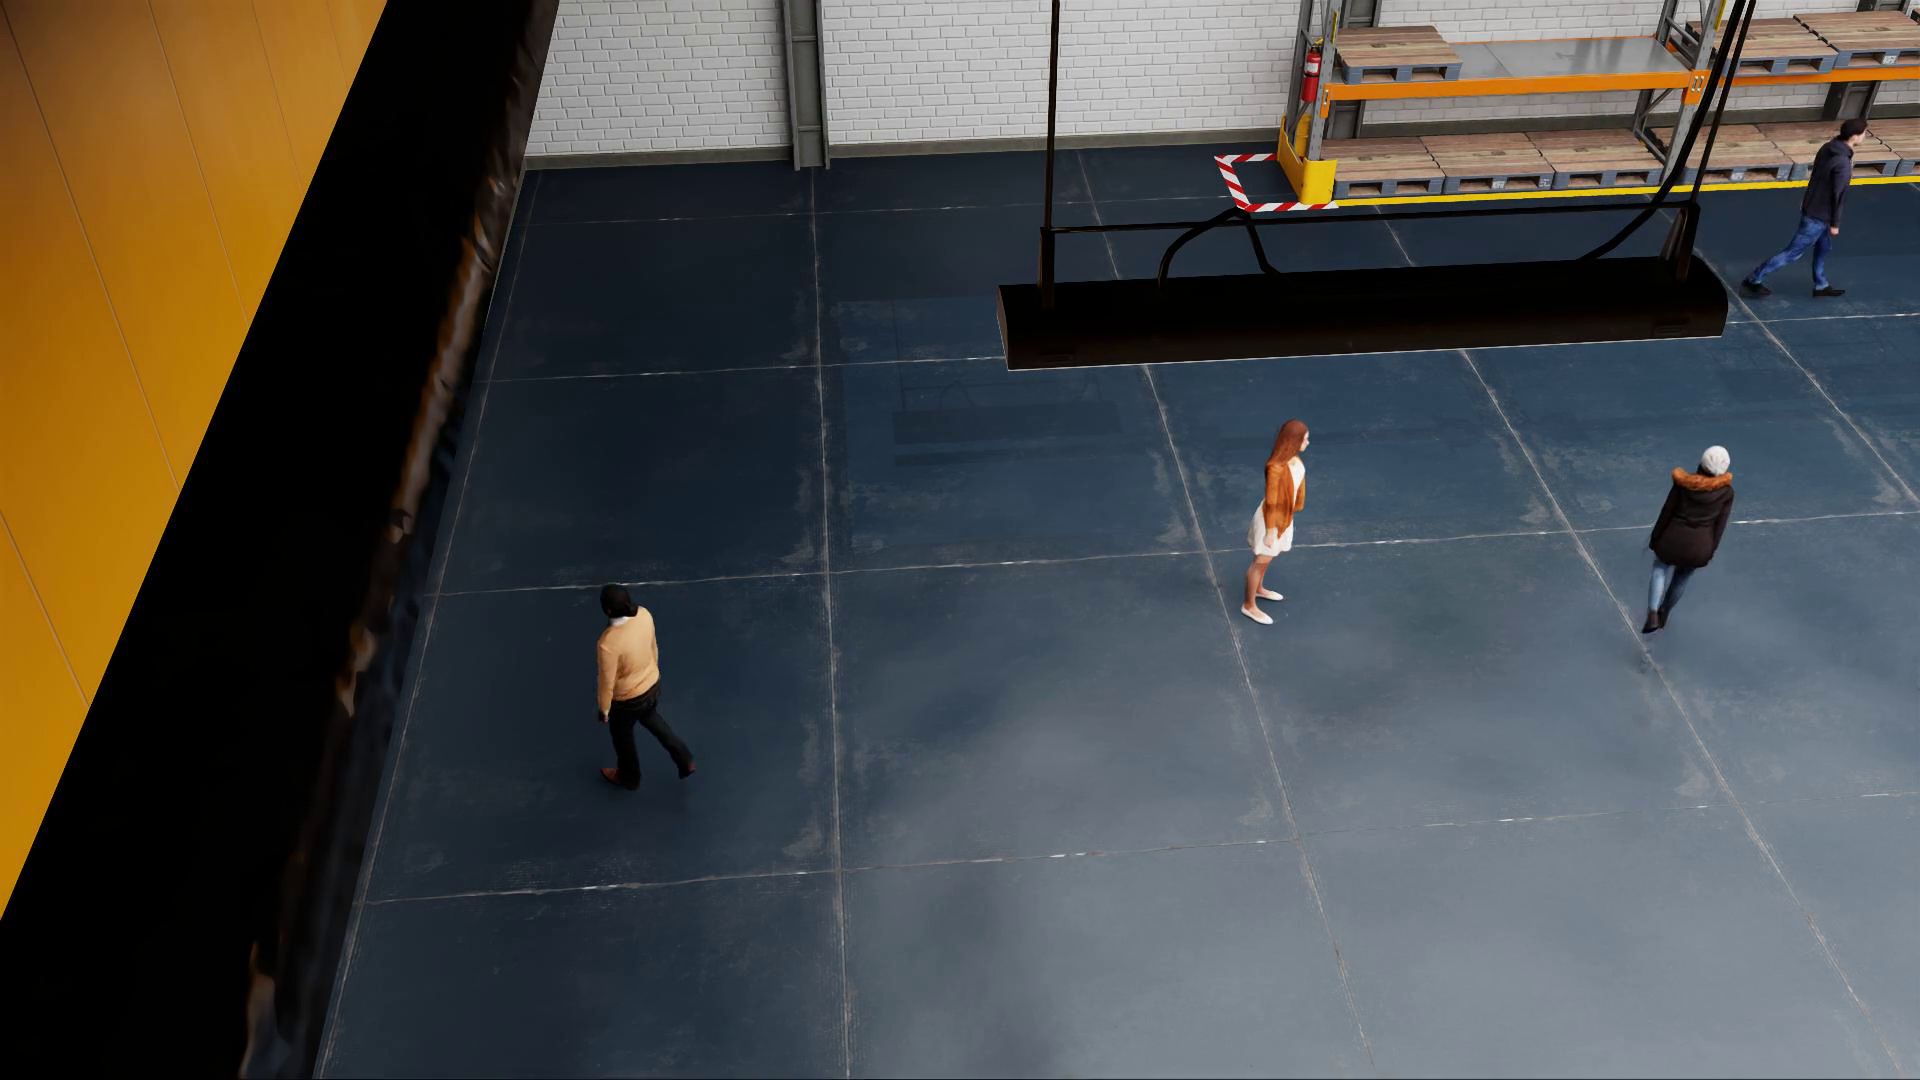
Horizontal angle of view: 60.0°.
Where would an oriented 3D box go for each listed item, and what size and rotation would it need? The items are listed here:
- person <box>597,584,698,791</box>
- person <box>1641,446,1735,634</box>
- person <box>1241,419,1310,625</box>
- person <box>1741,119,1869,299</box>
[{"bbox_3d":[-2.057,0.992,10.684,1.078,1.739,0.959,18,42,21],"label":"person"},{"bbox_3d":[5.216,0.046,11.962,0.859,1.625,0.863,13,41,16],"label":"person"},{"bbox_3d":[2.289,-0.172,12.161,0.729,1.717,0.719,16,41,19],"label":"person"},{"bbox_3d":[8.003,-3.075,15.691,1.293,1.848,0.888,5,39,6],"label":"person"}]
